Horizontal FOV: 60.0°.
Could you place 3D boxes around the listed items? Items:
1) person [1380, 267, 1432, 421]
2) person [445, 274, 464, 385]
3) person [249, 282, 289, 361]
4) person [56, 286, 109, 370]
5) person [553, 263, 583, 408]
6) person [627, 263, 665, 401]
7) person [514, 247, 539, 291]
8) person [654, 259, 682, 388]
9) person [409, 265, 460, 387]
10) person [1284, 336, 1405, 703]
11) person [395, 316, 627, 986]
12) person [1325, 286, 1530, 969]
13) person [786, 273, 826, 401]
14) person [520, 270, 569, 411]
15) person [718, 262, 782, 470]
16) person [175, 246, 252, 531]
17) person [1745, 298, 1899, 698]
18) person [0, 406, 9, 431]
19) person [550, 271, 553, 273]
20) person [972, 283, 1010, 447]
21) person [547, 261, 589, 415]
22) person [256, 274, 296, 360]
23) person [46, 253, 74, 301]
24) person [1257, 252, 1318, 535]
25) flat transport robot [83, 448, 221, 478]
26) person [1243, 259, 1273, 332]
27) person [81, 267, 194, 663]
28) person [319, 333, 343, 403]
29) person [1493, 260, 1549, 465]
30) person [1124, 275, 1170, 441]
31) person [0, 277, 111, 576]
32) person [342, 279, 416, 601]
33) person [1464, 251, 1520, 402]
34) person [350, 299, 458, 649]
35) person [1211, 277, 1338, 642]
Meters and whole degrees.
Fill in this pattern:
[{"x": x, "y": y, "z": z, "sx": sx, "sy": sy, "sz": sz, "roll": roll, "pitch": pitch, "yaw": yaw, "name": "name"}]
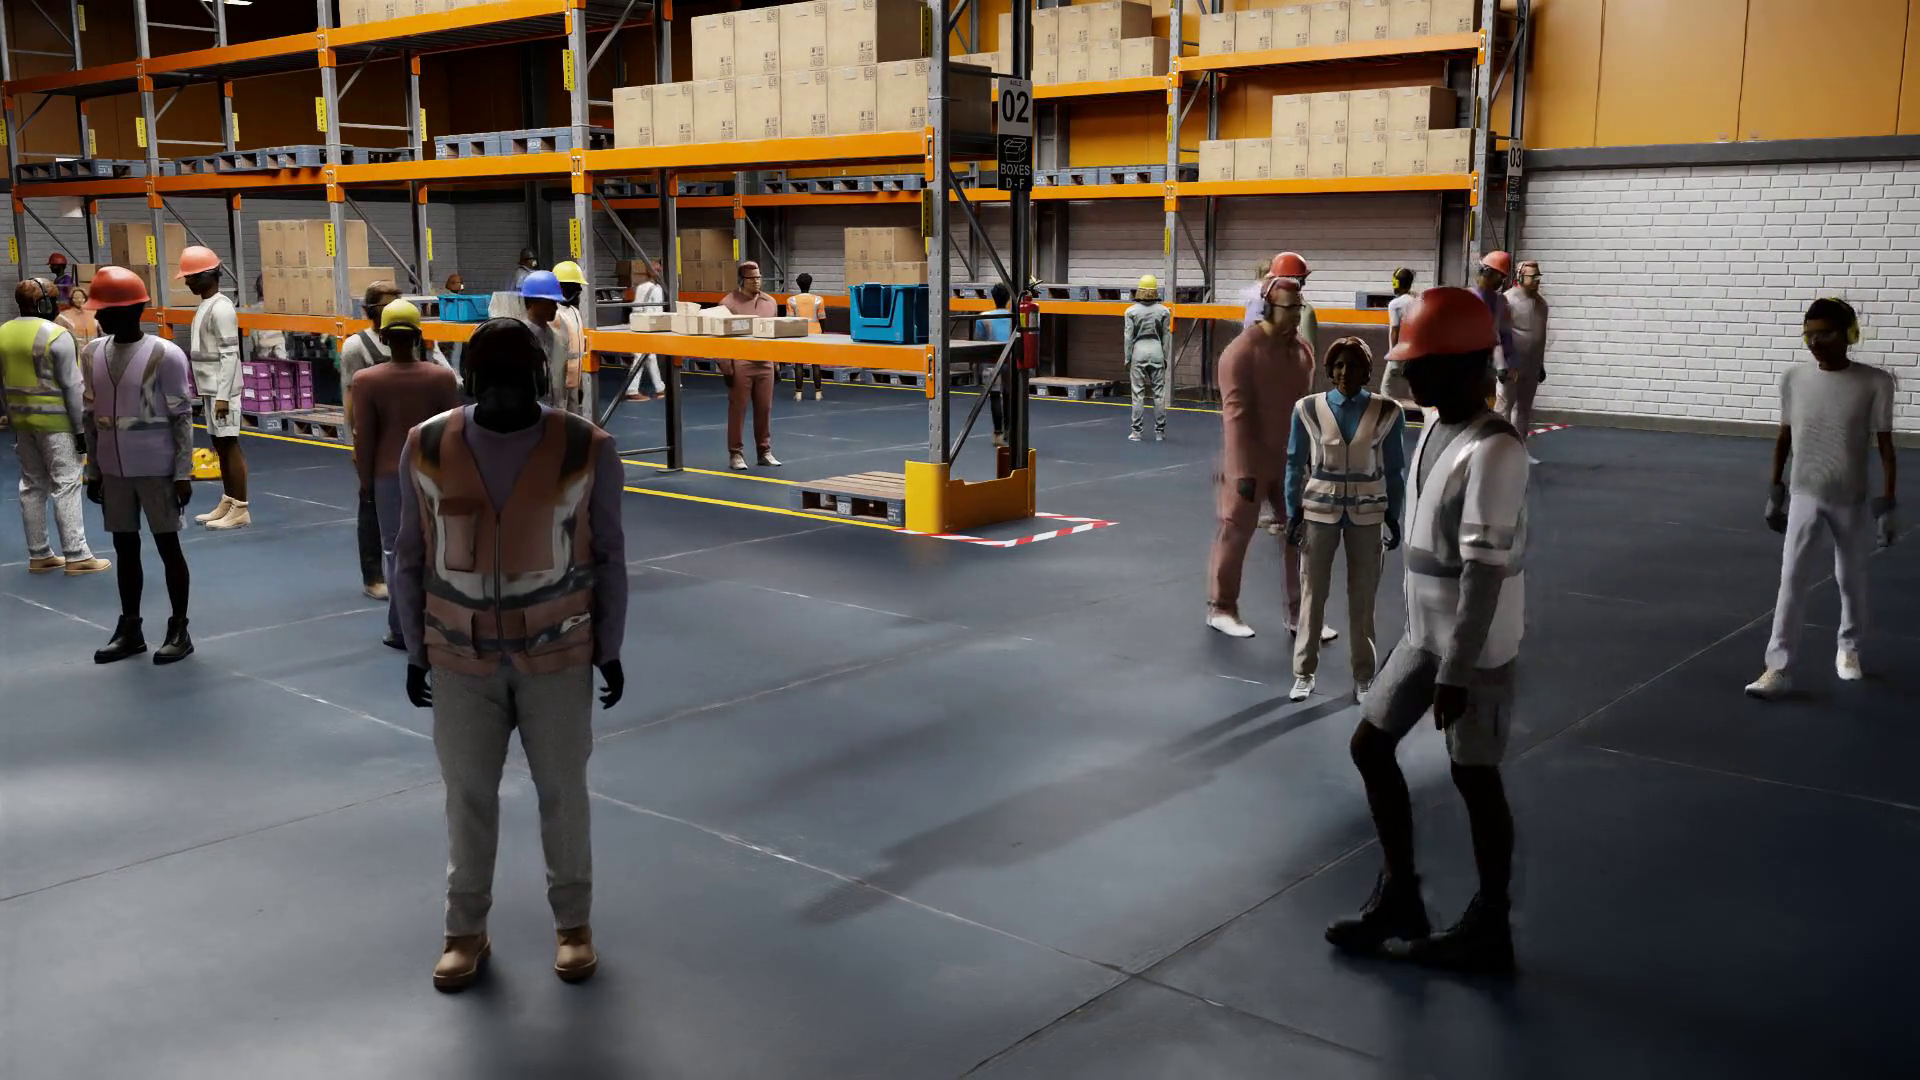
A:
[{"x": 4.693, "y": -1.936, "z": 17.435, "sx": 0.496, "sy": 1.830, "sz": 0.947, "roll": -6, "pitch": 11, "yaw": -29, "name": "person"}, {"x": -7.455, "y": -3.115, "z": 24.678, "sx": 0.283, "sy": 1.633, "sz": 0.500, "roll": -1, "pitch": 10, "yaw": -7, "name": "person"}, {"x": -8.825, "y": -2.510, "z": 21.330, "sx": 0.844, "sy": 1.597, "sz": 0.529, "roll": 9, "pitch": 13, "yaw": 42, "name": "person"}, {"x": -9.820, "y": -2.041, "z": 18.635, "sx": 0.787, "sy": 1.608, "sz": 0.514, "roll": 10, "pitch": 14, "yaw": 43, "name": "person"}, {"x": -5.022, "y": -2.577, "z": 21.045, "sx": 0.589, "sy": 1.833, "sz": 0.404, "roll": -7, "pitch": 12, "yaw": -36, "name": "person"}, {"x": -4.126, "y": -2.766, "z": 22.171, "sx": 0.829, "sy": 1.830, "sz": 0.607, "roll": -8, "pitch": 13, "yaw": -38, "name": "person"}, {"x": -7.306, "y": -3.973, "z": 28.402, "sx": 0.536, "sy": 2.000, "sz": 0.672, "roll": 0, "pitch": 10, "yaw": -1, "name": "person"}, {"x": -4.279, "y": -3.152, "z": 24.094, "sx": 0.393, "sy": 1.913, "sz": 0.590, "roll": 5, "pitch": 11, "yaw": 27, "name": "person"}, {"x": -7.576, "y": -2.989, "z": 23.531, "sx": 0.979, "sy": 1.801, "sz": 0.637, "roll": -2, "pitch": 10, "yaw": -12, "name": "person"}, {"x": 1.705, "y": -0.084, "z": 7.402, "sx": 0.525, "sy": 1.639, "sz": 0.307, "roll": 2, "pitch": 10, "yaw": 11, "name": "person"}, {"x": -1.230, "y": 0.311, "z": 4.582, "sx": 0.619, "sy": 1.843, "sz": 0.430, "roll": -1, "pitch": 10, "yaw": -7, "name": "person"}, {"x": 1.288, "y": 0.272, "z": 4.573, "sx": 0.672, "sy": 1.912, "sz": 0.565, "roll": -1, "pitch": 10, "yaw": -6, "name": "person"}, {"x": -2.038, "y": -2.681, "z": 22.035, "sx": 0.532, "sy": 1.693, "sz": 0.319, "roll": -2, "pitch": 10, "yaw": -9, "name": "person"}, {"x": -2.619, "y": -0.704, "z": 10.236, "sx": 1.031, "sy": 1.900, "sz": 0.611, "roll": 7, "pitch": 12, "yaw": 35, "name": "person"}, {"x": -1.912, "y": -1.594, "z": 15.281, "sx": 0.637, "sy": 1.900, "sz": 0.395, "roll": -9, "pitch": 13, "yaw": -40, "name": "person"}, {"x": -5.369, "y": -1.082, "z": 11.965, "sx": 0.391, "sy": 2.033, "sz": 0.605, "roll": -7, "pitch": 12, "yaw": -34, "name": "person"}, {"x": 3.966, "y": -0.198, "z": 7.584, "sx": 0.592, "sy": 1.806, "sz": 0.983, "roll": 9, "pitch": 13, "yaw": 42, "name": "person"}, {"x": -10.944, "y": -2.122, "z": 18.268, "sx": 1.017, "sy": 1.915, "sz": 0.591, "roll": 4, "pitch": 11, "yaw": 24, "name": "person"}, {"x": -3.298, "y": -1.270, "z": 13.575, "sx": 0.374, "sy": 1.840, "sz": 0.575, "roll": 1, "pitch": 10, "yaw": 5, "name": "person"}, {"x": 0.390, "y": -1.812, "z": 17.191, "sx": 0.542, "sy": 1.654, "sz": 0.859, "roll": -2, "pitch": 10, "yaw": -12, "name": "person"}, {"x": -3.181, "y": -1.283, "z": 13.453, "sx": 0.405, "sy": 1.919, "sz": 0.587, "roll": 2, "pitch": 10, "yaw": 11, "name": "person"}, {"x": -11.230, "y": -3.742, "z": 27.470, "sx": 0.651, "sy": 1.906, "sz": 0.403, "roll": 0, "pitch": 10, "yaw": -2, "name": "person"}, {"x": -14.245, "y": -3.573, "z": 26.414, "sx": 0.542, "sy": 1.939, "sz": 0.359, "roll": 9, "pitch": 13, "yaw": 42, "name": "person"}, {"x": 2.324, "y": -1.032, "z": 11.787, "sx": 0.395, "sy": 1.993, "sz": 0.614, "roll": -1, "pitch": 10, "yaw": -4, "name": "person"}, {"x": -7.208, "y": -0.665, "z": 14.606, "sx": 1.431, "sy": 0.197, "sz": 0.652, "roll": -3, "pitch": 10, "yaw": -15, "name": "flat transport robot"}, {"x": 3.181, "y": -2.014, "z": 17.636, "sx": 0.410, "sy": 1.909, "sz": 0.685, "roll": 2, "pitch": 10, "yaw": 11, "name": "person"}, {"x": -4.012, "y": -0.353, "z": 8.101, "sx": 0.544, "sy": 1.933, "sz": 0.376, "roll": 1, "pitch": 10, "yaw": 8, "name": "person"}, {"x": -7.925, "y": -2.599, "z": 21.462, "sx": 0.800, "sy": 1.734, "sz": 0.557, "roll": 7, "pitch": 12, "yaw": 33, "name": "person"}, {"x": 5.232, "y": -1.634, "z": 15.465, "sx": 0.643, "sy": 1.910, "sz": 0.400, "roll": -6, "pitch": 12, "yaw": -31, "name": "person"}, {"x": 1.963, "y": -1.912, "z": 17.514, "sx": 0.485, "sy": 1.744, "sz": 0.309, "roll": 0, "pitch": 10, "yaw": -2, "name": "person"}, {"x": -5.637, "y": -0.696, "z": 10.311, "sx": 0.627, "sy": 1.844, "sz": 0.429, "roll": 3, "pitch": 11, "yaw": 19, "name": "person"}, {"x": -3.322, "y": -0.582, "z": 9.654, "sx": 0.328, "sy": 1.842, "sz": 0.515, "roll": 5, "pitch": 11, "yaw": 26, "name": "person"}, {"x": 4.656, "y": -1.547, "z": 14.738, "sx": 0.654, "sy": 1.990, "sz": 0.748, "roll": -7, "pitch": 12, "yaw": -36, "name": "person"}, {"x": -2.796, "y": -0.329, "z": 8.437, "sx": 0.526, "sy": 1.768, "sz": 0.331, "roll": -5, "pitch": 11, "yaw": -26, "name": "person"}, {"x": 1.627, "y": -0.391, "z": 8.489, "sx": 0.712, "sy": 1.871, "sz": 0.817, "roll": -7, "pitch": 12, "yaw": -34, "name": "person"}]
